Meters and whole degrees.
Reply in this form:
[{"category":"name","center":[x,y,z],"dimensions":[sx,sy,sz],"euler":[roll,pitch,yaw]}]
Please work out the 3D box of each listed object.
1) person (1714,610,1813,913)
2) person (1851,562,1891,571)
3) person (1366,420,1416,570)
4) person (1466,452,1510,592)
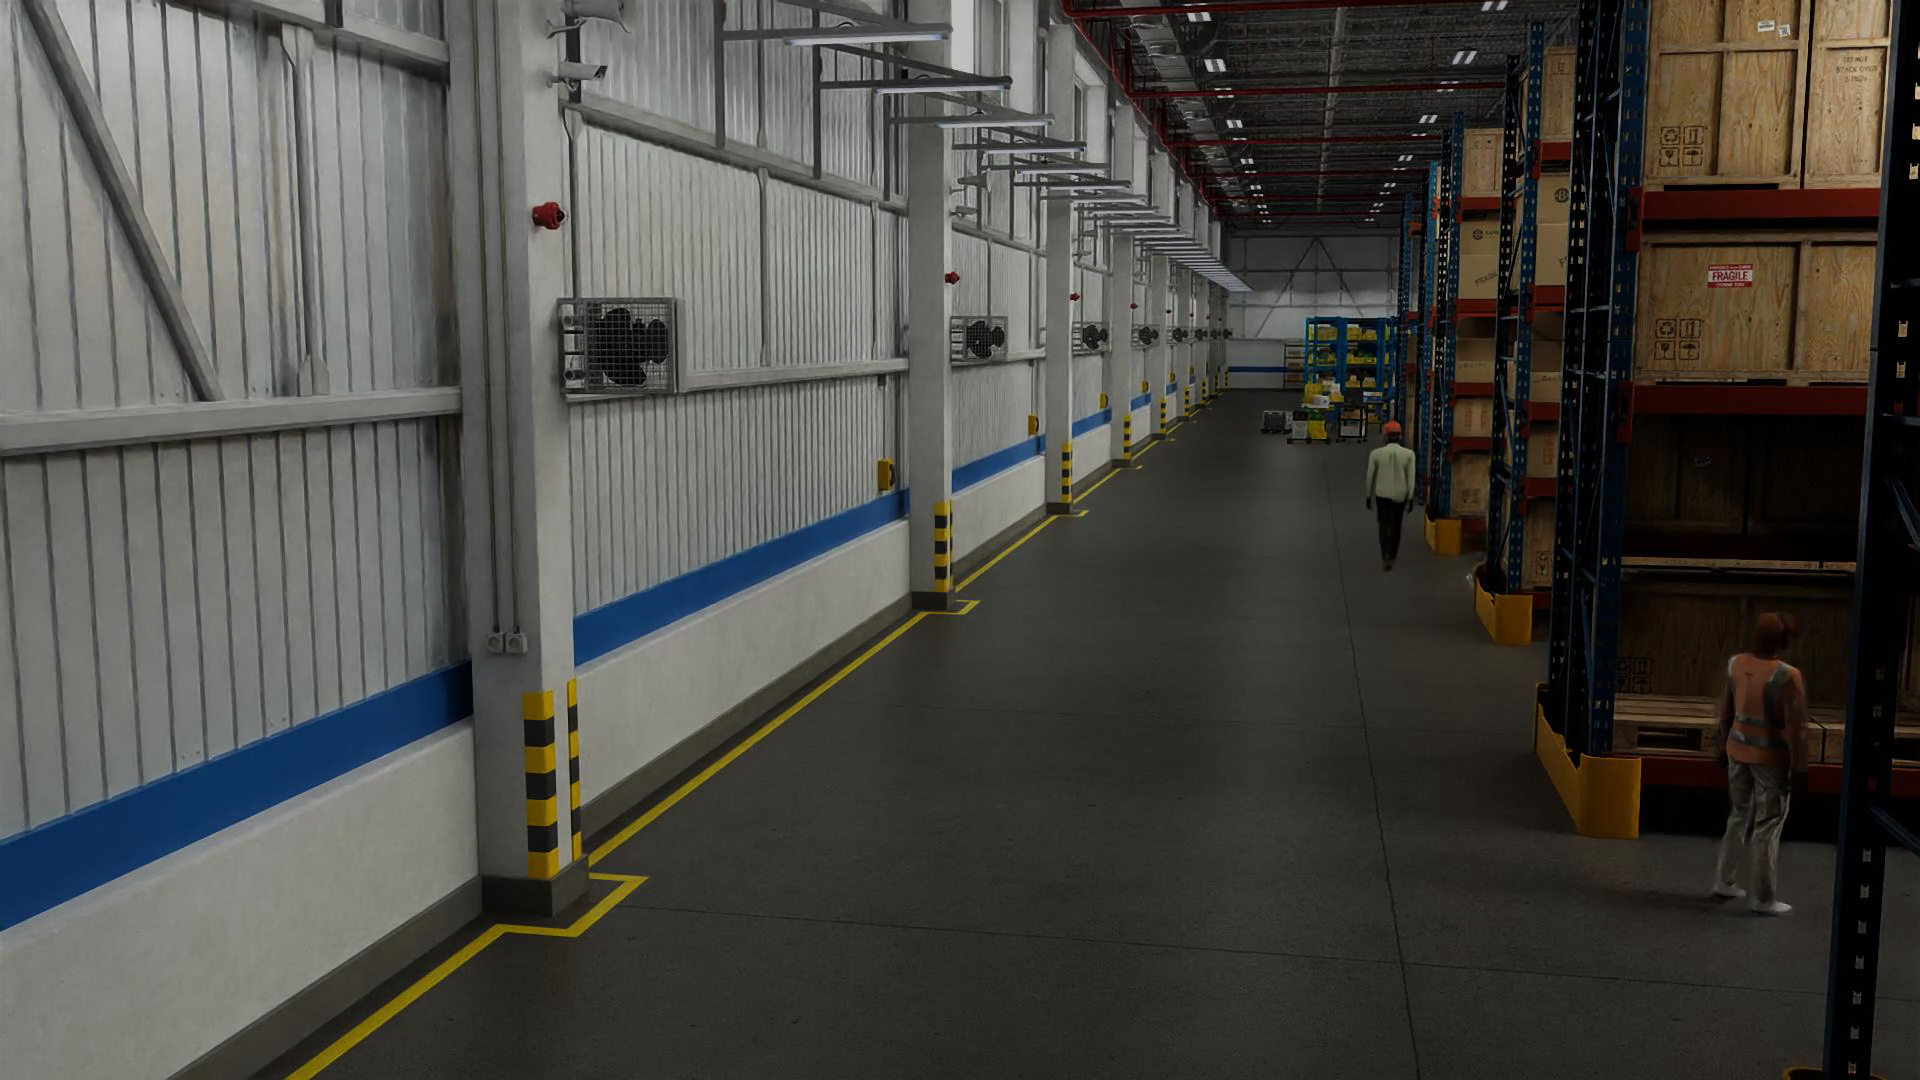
[{"category":"person","center":[4.290,1.183,8.898],"dimensions":[0.342,1.635,0.568],"euler":[-3,8,-21]},{"category":"person","center":[7.658,0.489,13.984],"dimensions":[0.431,1.736,0.591],"euler":[5,9,35]},{"category":"person","center":[5.650,-0.590,21.831],"dimensions":[0.615,1.958,0.973],"euler":[1,7,12]},{"category":"person","center":[6.182,-0.158,19.209],"dimensions":[0.569,1.720,0.486],"euler":[-1,7,-5]}]
